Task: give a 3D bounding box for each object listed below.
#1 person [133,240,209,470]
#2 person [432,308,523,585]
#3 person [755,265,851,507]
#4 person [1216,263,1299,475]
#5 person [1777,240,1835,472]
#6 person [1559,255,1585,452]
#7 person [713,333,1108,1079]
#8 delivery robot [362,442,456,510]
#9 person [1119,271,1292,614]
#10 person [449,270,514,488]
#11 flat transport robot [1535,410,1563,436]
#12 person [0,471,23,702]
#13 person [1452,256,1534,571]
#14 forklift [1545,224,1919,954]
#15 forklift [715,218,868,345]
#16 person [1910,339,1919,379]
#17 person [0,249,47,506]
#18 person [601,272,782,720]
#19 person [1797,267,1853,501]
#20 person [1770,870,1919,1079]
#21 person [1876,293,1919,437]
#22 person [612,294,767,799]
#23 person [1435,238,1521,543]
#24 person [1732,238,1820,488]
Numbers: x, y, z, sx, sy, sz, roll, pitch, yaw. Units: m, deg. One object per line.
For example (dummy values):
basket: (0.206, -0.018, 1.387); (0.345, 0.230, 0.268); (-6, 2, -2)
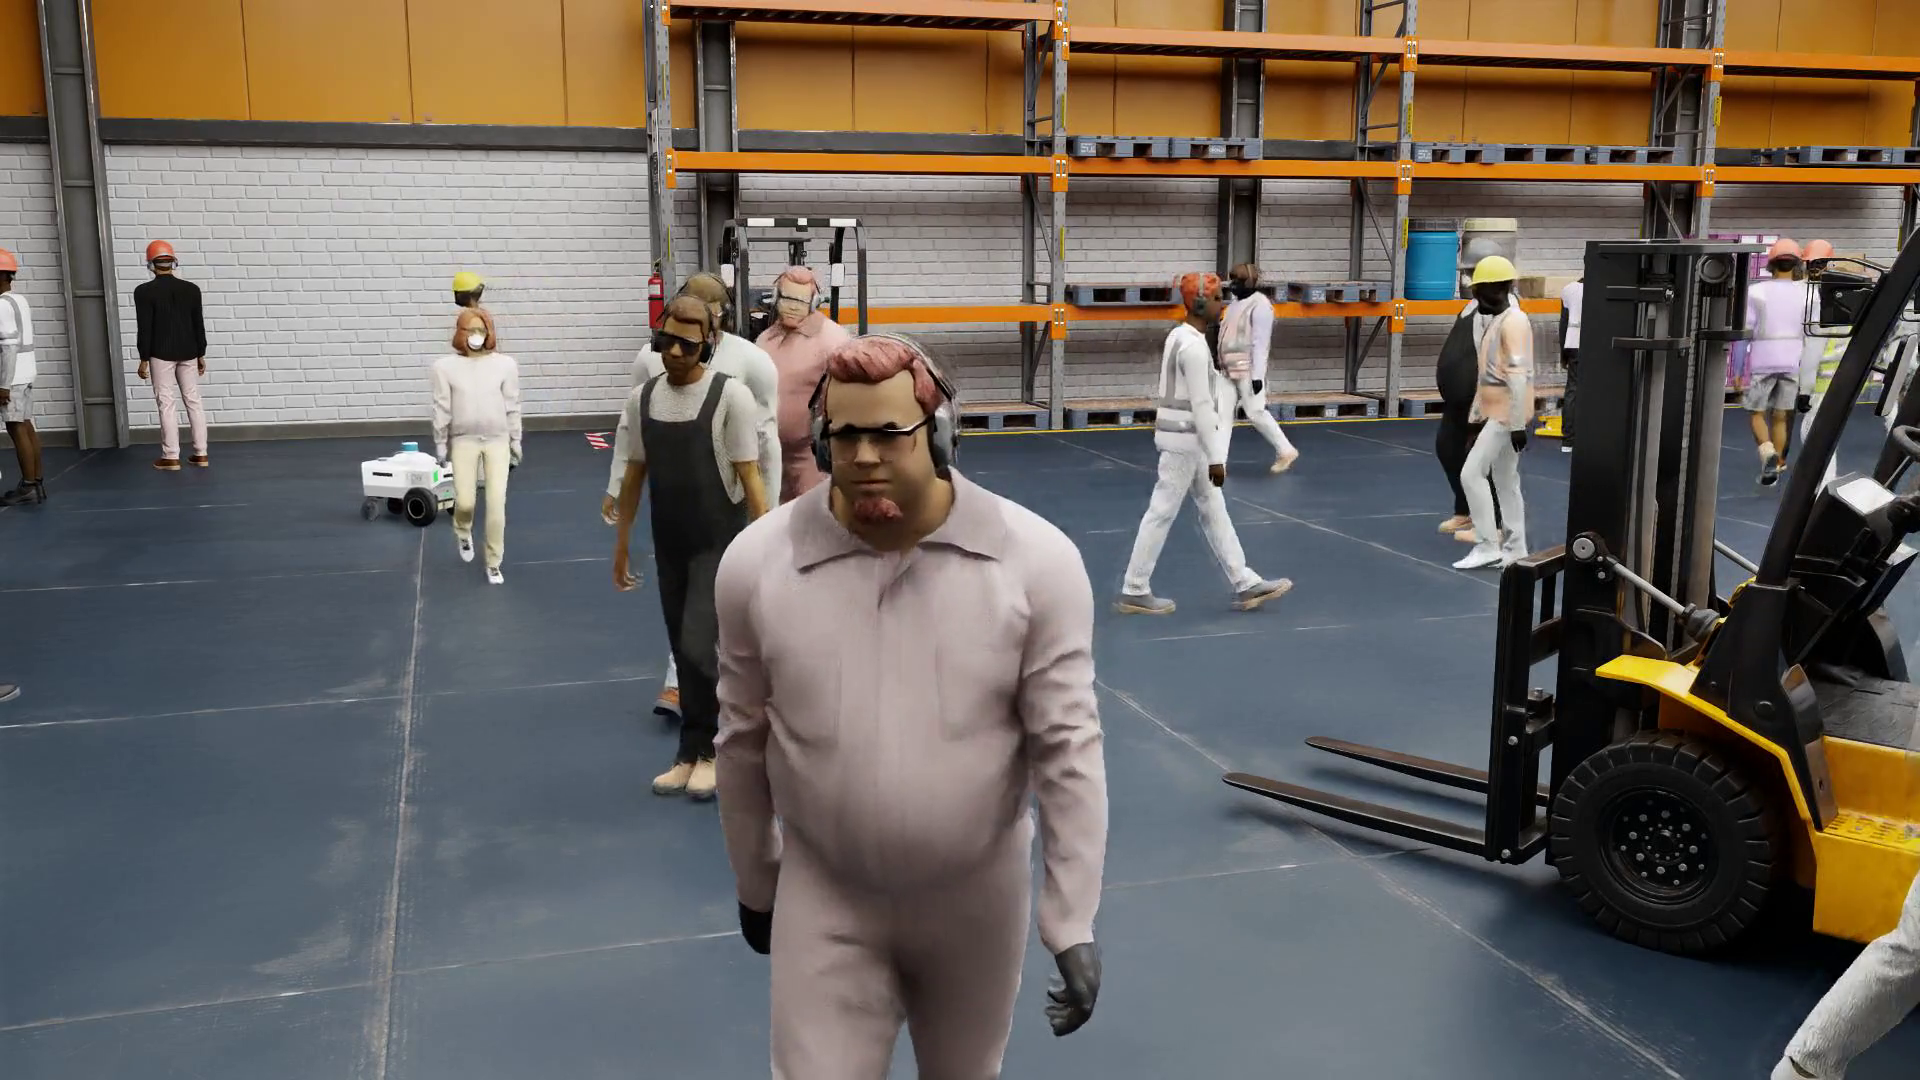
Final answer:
person: (-6.892, -1.609, 14.526); (0.393, 1.990, 0.623); (7, 12, 34)
person: (-2.850, -0.567, 9.842); (0.505, 1.617, 0.564); (-4, 11, -22)
person: (-0.790, -0.408, 8.292); (0.750, 1.892, 0.419); (9, 14, 41)
person: (2.451, -1.428, 14.038); (0.875, 1.811, 0.630); (-4, 11, -19)
person: (7.262, -1.556, 14.228); (0.610, 1.996, 0.379); (7, 13, 35)
person: (5.864, -1.760, 15.554); (0.394, 1.920, 0.587); (-7, 12, -33)
person: (-0.091, 0.607, 2.732); (0.656, 1.862, 0.933); (0, 10, -1)
delivery robot: (-3.914, -0.455, 11.884); (0.707, 0.478, 0.477); (4, 11, 22)
person: (1.312, -0.493, 8.833); (0.977, 1.829, 0.597); (1, 10, 4)
person: (-3.892, -1.278, 13.353); (0.372, 1.752, 0.549); (1, 10, 8)
flat transport robot: (6.414, -1.217, 17.097); (0.652, 0.197, 1.431); (6, 12, 31)
person: (-4.369, -0.186, 7.192); (0.589, 1.827, 0.403); (9, 14, 40)
person: (3.213, -0.757, 10.082); (0.621, 1.902, 0.603); (2, 10, 9)
forklift: (2.909, 0.117, 4.508); (2.313, 2.155, 1.214); (9, 14, 40)
forklift: (-1.522, -1.778, 14.899); (1.214, 2.155, 2.313); (-3, 11, -17)
person: (8.465, -1.514, 14.147); (0.631, 1.945, 0.631); (-7, 12, -34)
person: (-7.187, -1.224, 12.562); (0.359, 1.936, 0.552); (-3, 11, -16)
person: (-1.137, -0.198, 7.120); (0.747, 1.870, 1.013); (4, 11, 20)
person: (6.387, -1.104, 12.283); (0.652, 1.805, 0.551); (-7, 12, -33)
person: (2.207, 0.602, 3.518); (0.865, 1.589, 0.533); (6, 12, 31)
person: (9.110, -1.742, 16.038); (0.496, 1.719, 0.791); (5, 12, 28)
person: (-0.964, 0.046, 5.911); (0.647, 1.821, 0.448); (5, 12, 27)
person: (3.416, -0.988, 10.990); (0.554, 2.000, 0.686); (0, 10, 1)
person: (6.504, -1.385, 13.233); (0.635, 2.016, 0.730); (2, 11, 12)
